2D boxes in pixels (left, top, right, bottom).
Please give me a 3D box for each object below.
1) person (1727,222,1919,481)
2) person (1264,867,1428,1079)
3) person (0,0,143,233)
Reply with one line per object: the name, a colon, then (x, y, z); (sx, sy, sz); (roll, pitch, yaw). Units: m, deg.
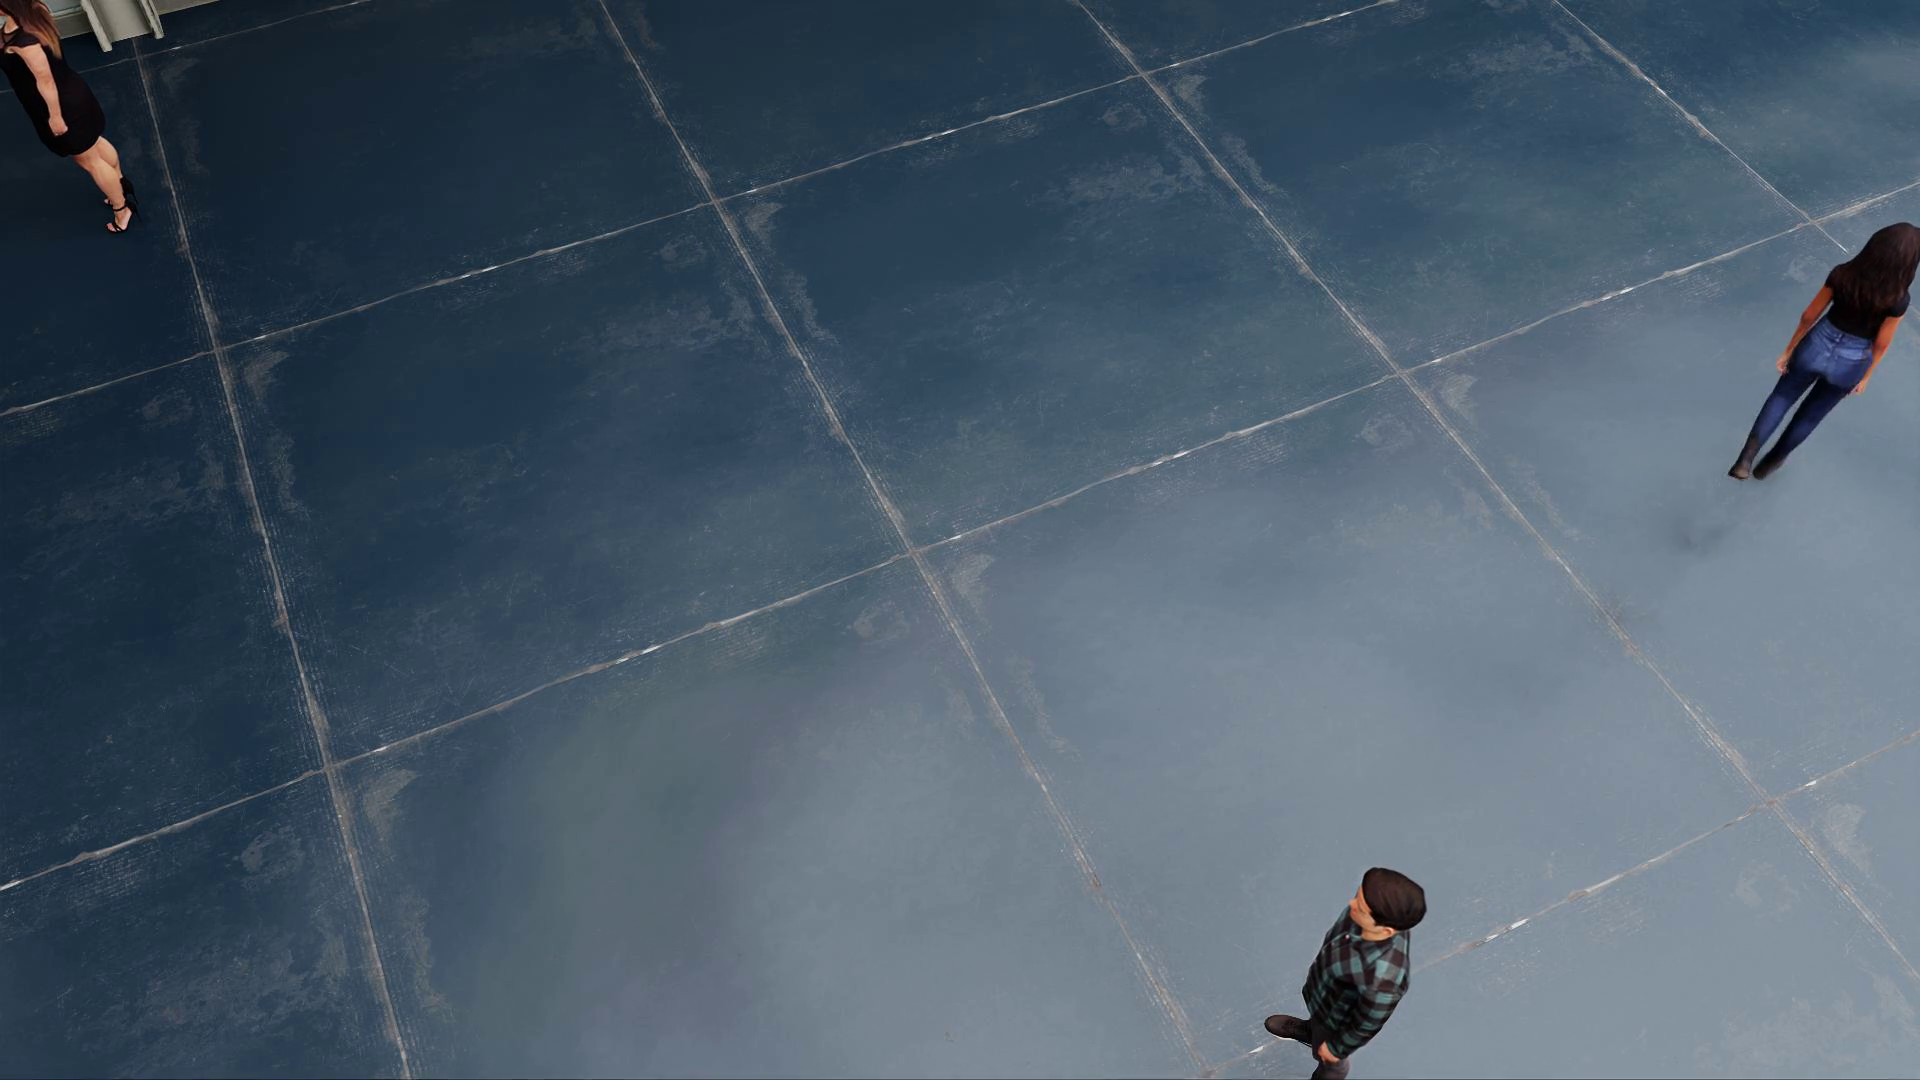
person: (4.224, -0.821, 8.161); (0.739, 1.725, 0.905); (37, 61, 25)
person: (1.393, 1.611, 6.020); (0.721, 1.715, 0.745); (6, 52, 4)
person: (-5.103, -2.492, 9.461); (0.631, 1.717, 0.690); (-14, 54, -11)
